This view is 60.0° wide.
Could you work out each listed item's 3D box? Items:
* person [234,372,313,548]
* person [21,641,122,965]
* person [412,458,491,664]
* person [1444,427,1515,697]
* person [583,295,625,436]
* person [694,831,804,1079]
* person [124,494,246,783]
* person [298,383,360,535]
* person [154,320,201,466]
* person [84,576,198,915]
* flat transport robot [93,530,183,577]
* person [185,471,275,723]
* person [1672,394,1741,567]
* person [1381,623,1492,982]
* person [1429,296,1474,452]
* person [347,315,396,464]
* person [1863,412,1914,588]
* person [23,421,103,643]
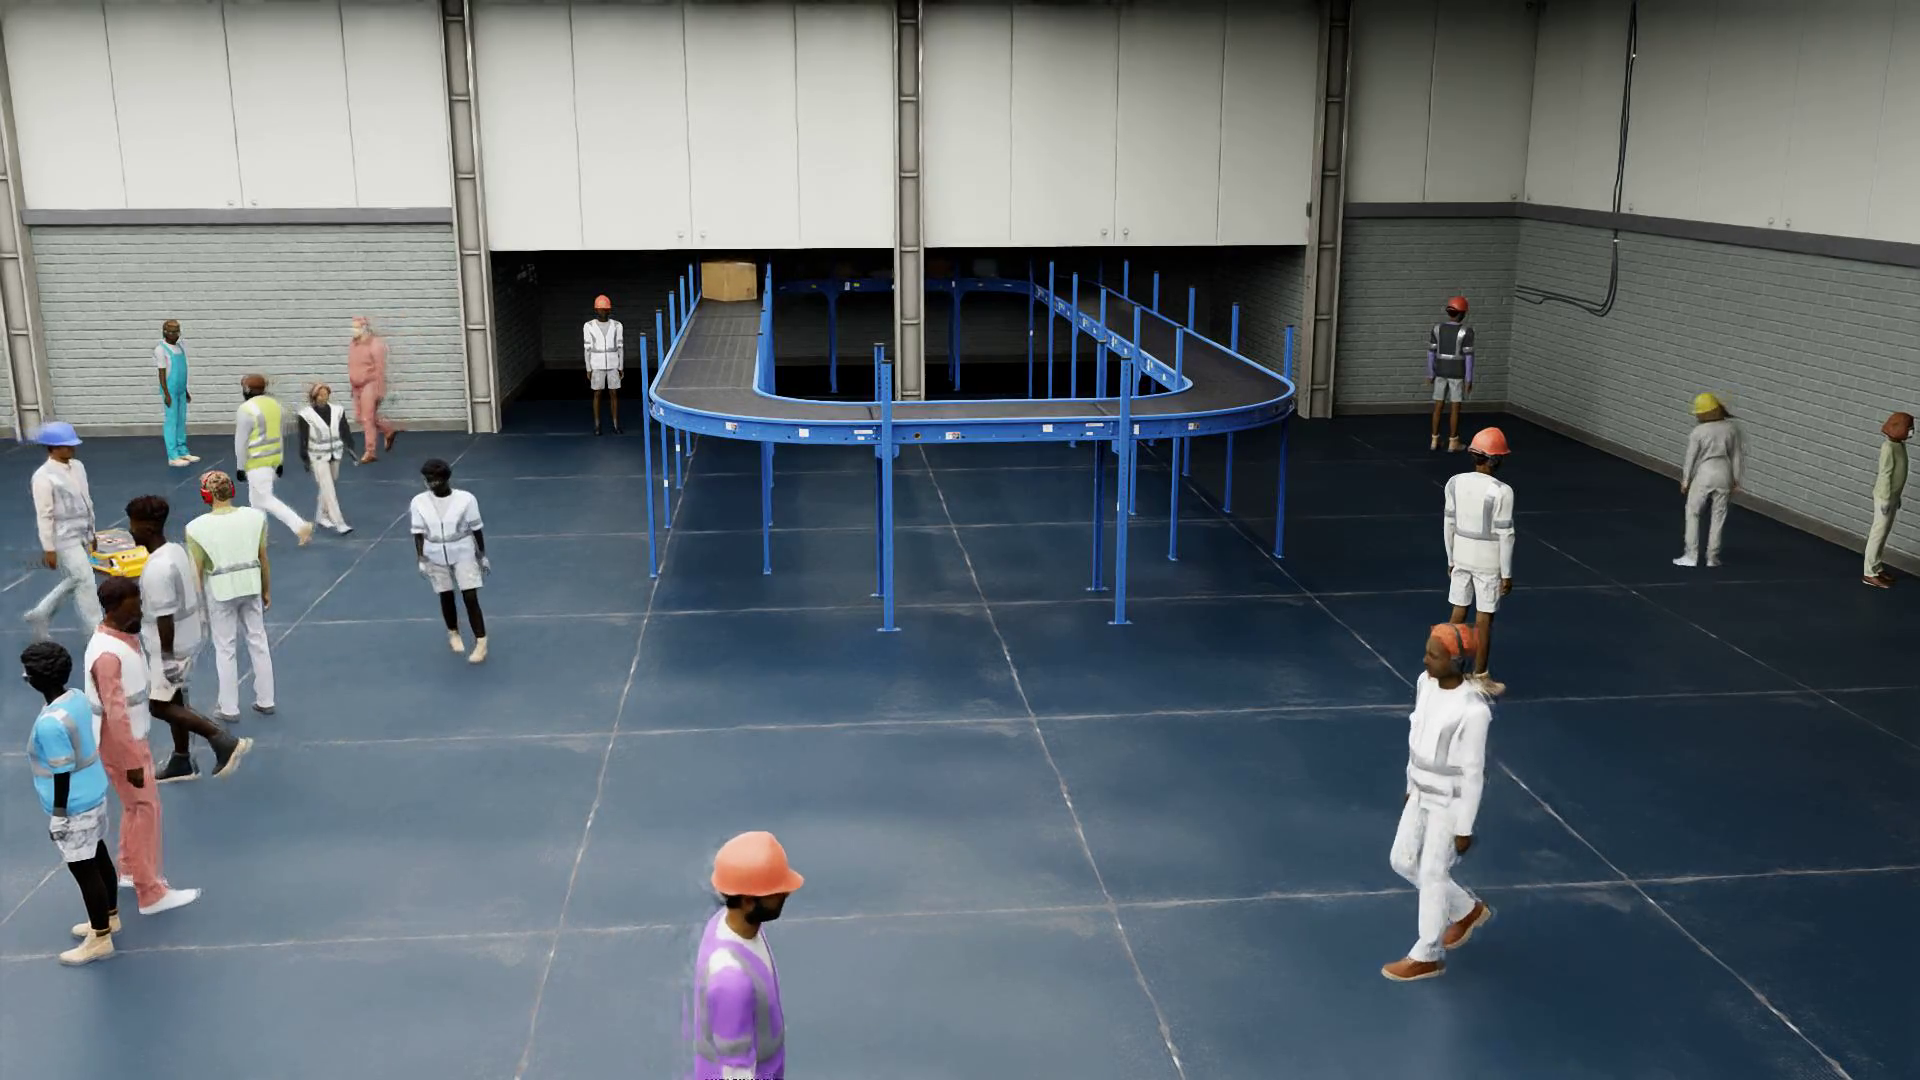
[{"bbox_3d":[-6.958,-0.777,16.743,0.818,1.813,0.631,2,14,6],"label":"person"},{"bbox_3d":[-4.549,1.331,8.519,0.320,1.698,0.537,-3,14,-13],"label":"person"},{"bbox_3d":[-4.071,0.142,13.361,0.590,1.679,0.485,-1,14,-6],"label":"person"},{"bbox_3d":[3.904,0.166,12.487,0.375,2.044,0.607,-9,17,-33],"label":"person"},{"bbox_3d":[-4.911,-2.414,23.015,0.545,1.942,0.354,-5,15,-20],"label":"person"},{"bbox_3d":[-0.798,1.907,5.763,0.559,1.923,0.555,-1,14,-5],"label":"person"},{"bbox_3d":[-5.043,0.652,10.738,0.572,1.944,0.613,-3,14,-12],"label":"person"},{"bbox_3d":[-6.640,-0.862,17.504,0.858,1.589,0.526,11,18,37],"label":"person"},{"bbox_3d":[-9.903,-1.858,20.996,0.346,1.841,0.506,1,14,5],"label":"person"},{"bbox_3d":[-4.513,1.104,9.091,0.513,1.884,0.613,-4,15,-17],"label":"person"},{"bbox_3d":[-8.246,0.114,16.292,1.431,0.197,0.652,11,18,36],"label":"flat transport robot"},{"bbox_3d":[-5.210,0.412,11.928,0.394,1.836,0.560,13,19,42],"label":"person"},{"bbox_3d":[7.257,-0.559,16.104,0.577,1.707,0.358,1,14,4],"label":"person"},{"bbox_3d":[2.417,1.303,8.279,0.517,1.872,0.595,-3,14,-12],"label":"person"},{"bbox_3d":[6.476,-2.184,21.890,0.614,2.041,0.393,14,19,43],"label":"person"},{"bbox_3d":[-7.523,-1.940,21.250,0.645,1.886,0.648,11,18,38],"label":"person"},{"bbox_3d":[8.678,-0.386,15.524,0.286,1.633,0.499,12,18,39],"label":"person"},{"bbox_3d":[-7.296,-0.029,13.519,0.829,1.920,0.616,0,14,0],"label":"person"}]
